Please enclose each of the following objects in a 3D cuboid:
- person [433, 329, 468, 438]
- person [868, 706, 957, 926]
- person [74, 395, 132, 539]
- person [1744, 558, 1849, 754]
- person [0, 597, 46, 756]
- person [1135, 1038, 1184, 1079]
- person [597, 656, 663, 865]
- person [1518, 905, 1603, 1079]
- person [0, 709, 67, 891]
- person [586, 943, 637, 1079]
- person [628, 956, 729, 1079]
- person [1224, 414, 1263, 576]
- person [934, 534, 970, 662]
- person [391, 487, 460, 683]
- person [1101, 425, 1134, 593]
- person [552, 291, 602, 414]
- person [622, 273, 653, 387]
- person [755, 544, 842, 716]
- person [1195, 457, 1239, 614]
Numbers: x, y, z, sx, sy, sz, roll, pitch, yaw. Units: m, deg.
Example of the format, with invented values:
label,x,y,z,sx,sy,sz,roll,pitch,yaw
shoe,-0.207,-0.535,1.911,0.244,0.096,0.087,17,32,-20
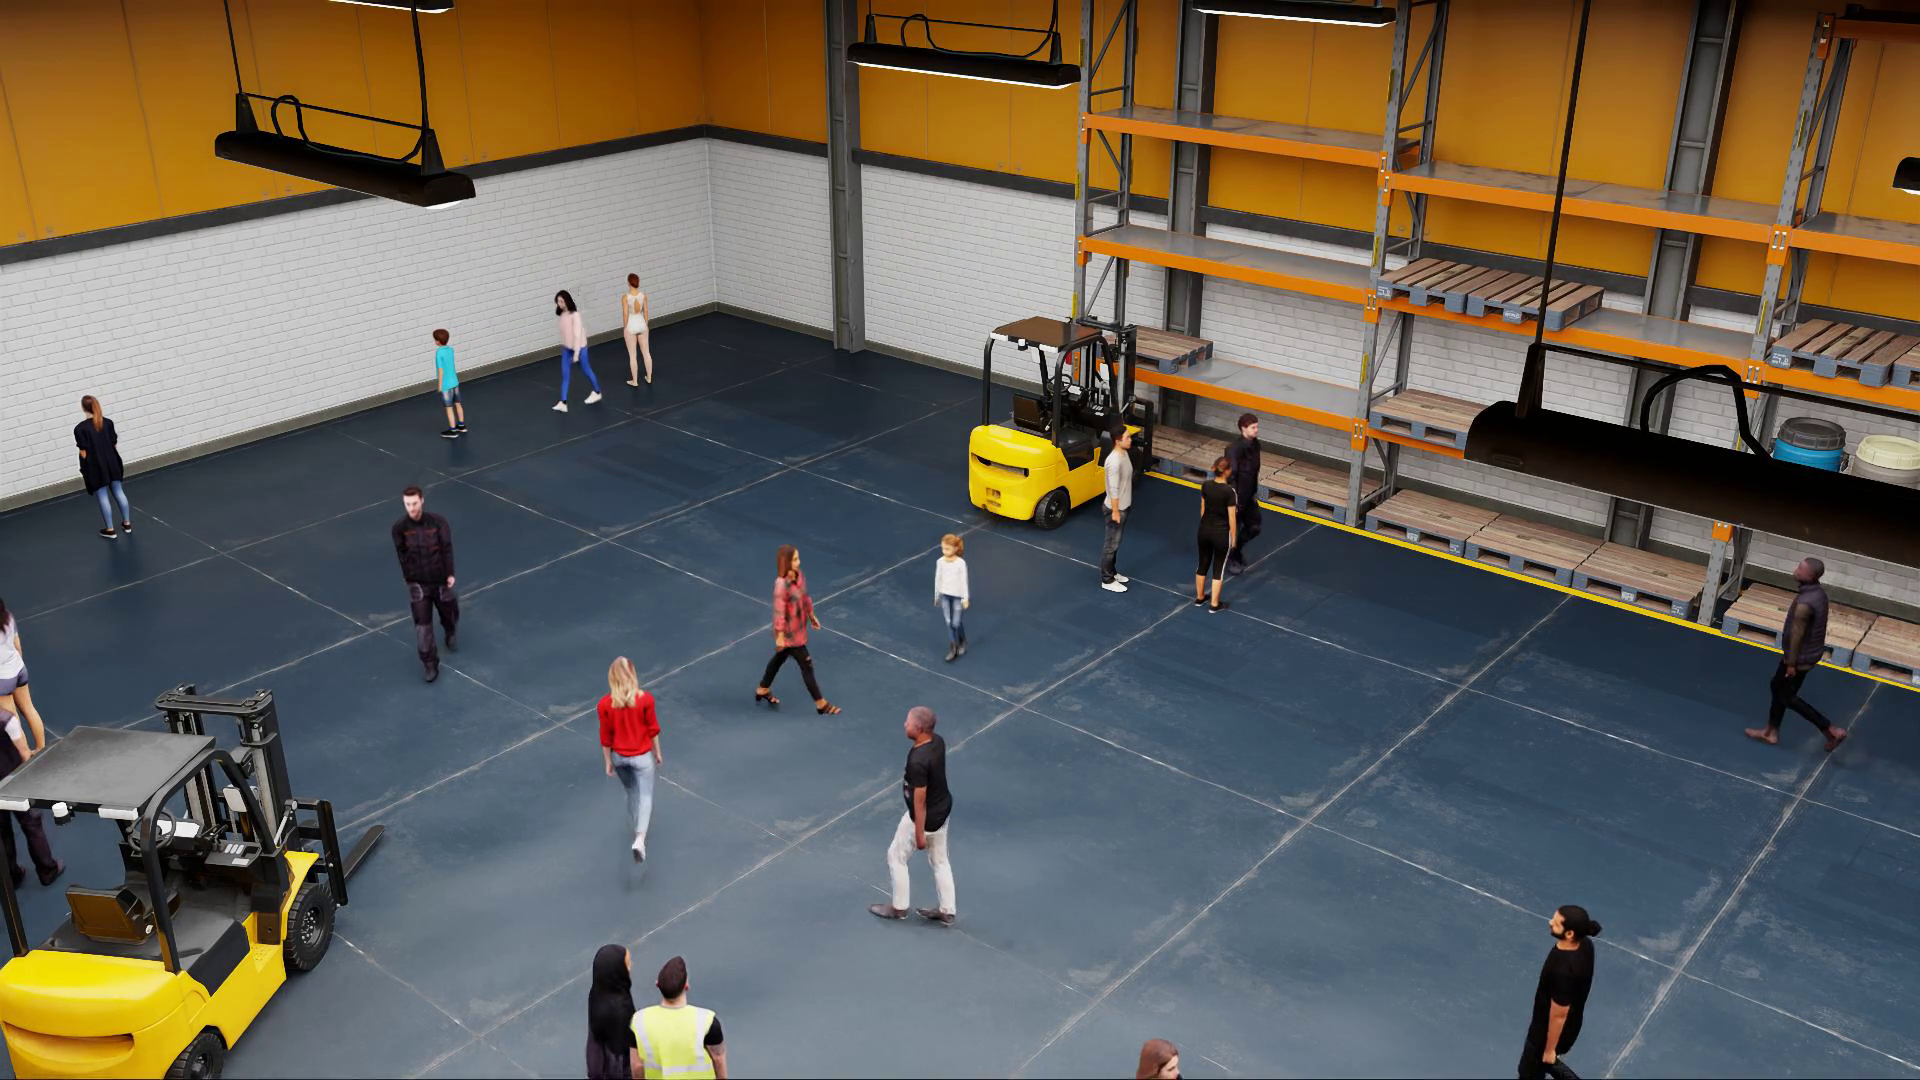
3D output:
label,x,y,z,sx,sy,sz,roll,pitch,yaw
person,-6.757,-2.091,21.962,0.580,1.449,0.584,7,25,16
person,-0.158,2.042,12.094,0.996,1.780,0.849,9,25,19
person,-9.702,-0.845,18.824,0.547,1.680,0.623,17,29,35
person,7.331,1.033,14.361,1.041,1.813,0.738,17,29,33
person,-8.114,1.167,14.152,0.670,1.734,0.662,4,24,9
person,0.962,3.400,9.122,1.048,1.672,0.587,18,29,35
person,-2.545,1.727,12.931,1.032,1.687,1.088,-2,24,-6
person,3.673,2.955,10.052,0.971,1.743,0.726,13,27,27
person,-7.225,1.822,12.514,0.756,1.848,0.798,-4,24,-9
person,-2.123,3.100,9.884,0.890,1.611,0.950,-11,26,-23
person,-1.572,3.150,9.476,0.854,1.846,0.918,0,24,0
person,2.935,-0.509,17.872,0.768,1.825,0.715,-20,31,-38
person,-0.036,0.532,16.133,0.545,1.311,0.615,10,25,21
person,-5.039,0.356,15.813,1.072,1.890,1.204,-5,24,-12
person,1.638,-0.360,17.549,0.704,1.811,0.734,7,25,15
person,-5.227,-2.610,22.844,1.100,1.694,0.772,19,30,36
person,-4.644,-3.029,23.867,0.584,1.642,0.550,-17,29,-34
person,-1.604,0.813,15.054,1.167,1.661,0.922,6,24,14
person,2.614,-0.066,17.056,0.468,1.669,0.645,21,31,39
